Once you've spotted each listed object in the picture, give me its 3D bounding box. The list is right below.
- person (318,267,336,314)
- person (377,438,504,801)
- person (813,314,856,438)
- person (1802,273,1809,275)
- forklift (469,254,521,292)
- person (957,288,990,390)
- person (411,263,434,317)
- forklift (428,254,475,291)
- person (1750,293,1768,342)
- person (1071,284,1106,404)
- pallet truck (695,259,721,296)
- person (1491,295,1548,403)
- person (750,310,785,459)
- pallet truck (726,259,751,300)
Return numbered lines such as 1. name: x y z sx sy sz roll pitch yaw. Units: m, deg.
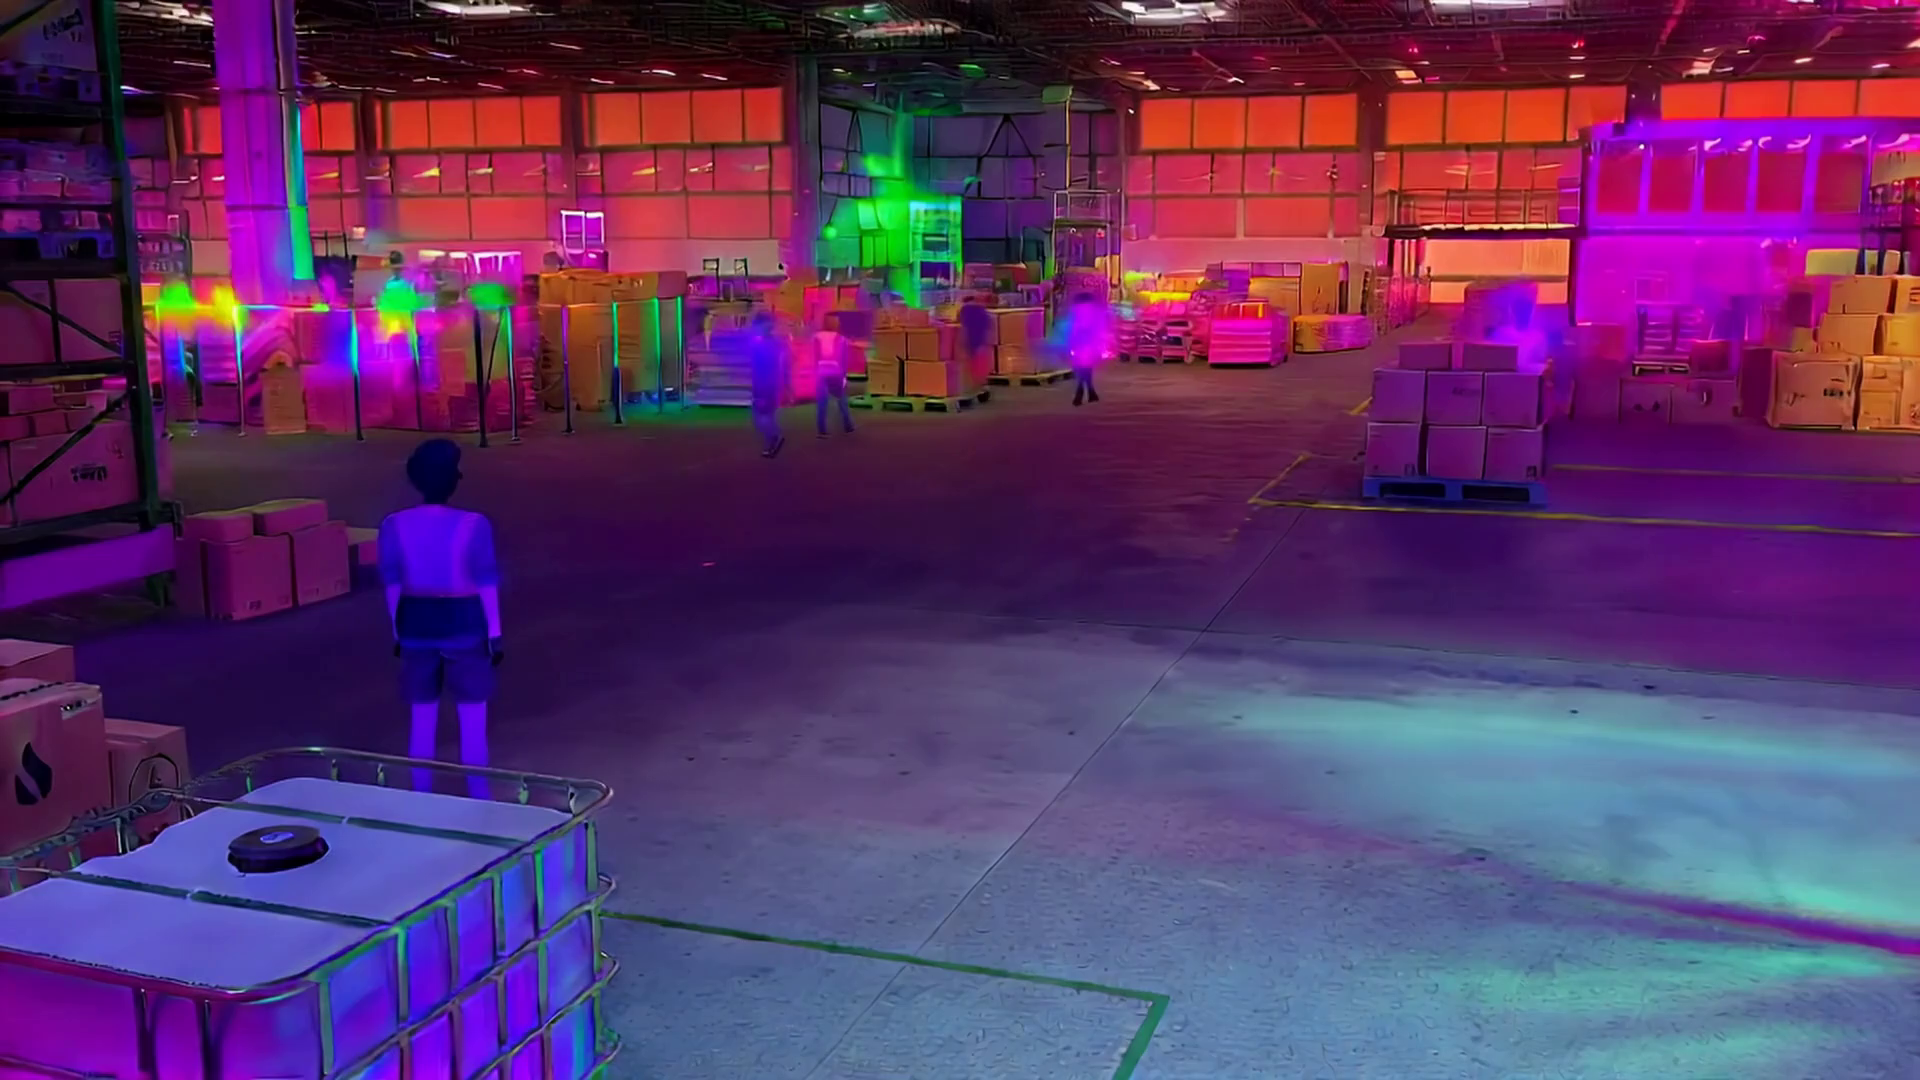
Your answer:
1. person: -17.640 -6.653 46.327 0.396 1.898 0.641 3 11 17
2. person: -2.185 0.416 7.067 0.532 1.696 0.319 1 10 8
3. person: -1.658 -2.143 21.696 0.541 1.602 0.705 5 11 25
4. person: 21.006 -5.784 41.683 0.522 1.813 0.930 -5 11 -26
5. forklift: -17.990 -10.121 64.684 1.157 1.987 2.680 3 11 17
6. person: 0.171 -3.179 26.974 0.681 1.817 0.602 5 11 26
7. person: -13.824 -6.088 42.716 0.615 2.040 0.391 2 10 11
8. forklift: -20.133 -10.254 65.465 1.157 1.987 2.680 3 11 19
9. person: 12.796 -3.048 26.486 0.530 1.729 0.414 -1 10 -4
10. person: 2.005 -3.093 26.293 0.545 1.895 0.996 6 12 31
11. pallet truck: -9.165 -9.627 62.776 0.823 1.965 1.885 4 11 23
12. person: 6.082 -1.677 18.153 0.627 1.977 0.442 2 10 8
13. person: -2.211 -1.796 19.368 0.530 1.754 0.457 -10 14 -44
14. pallet truck: -7.986 -9.493 62.019 0.823 1.965 1.885 3 11 17
